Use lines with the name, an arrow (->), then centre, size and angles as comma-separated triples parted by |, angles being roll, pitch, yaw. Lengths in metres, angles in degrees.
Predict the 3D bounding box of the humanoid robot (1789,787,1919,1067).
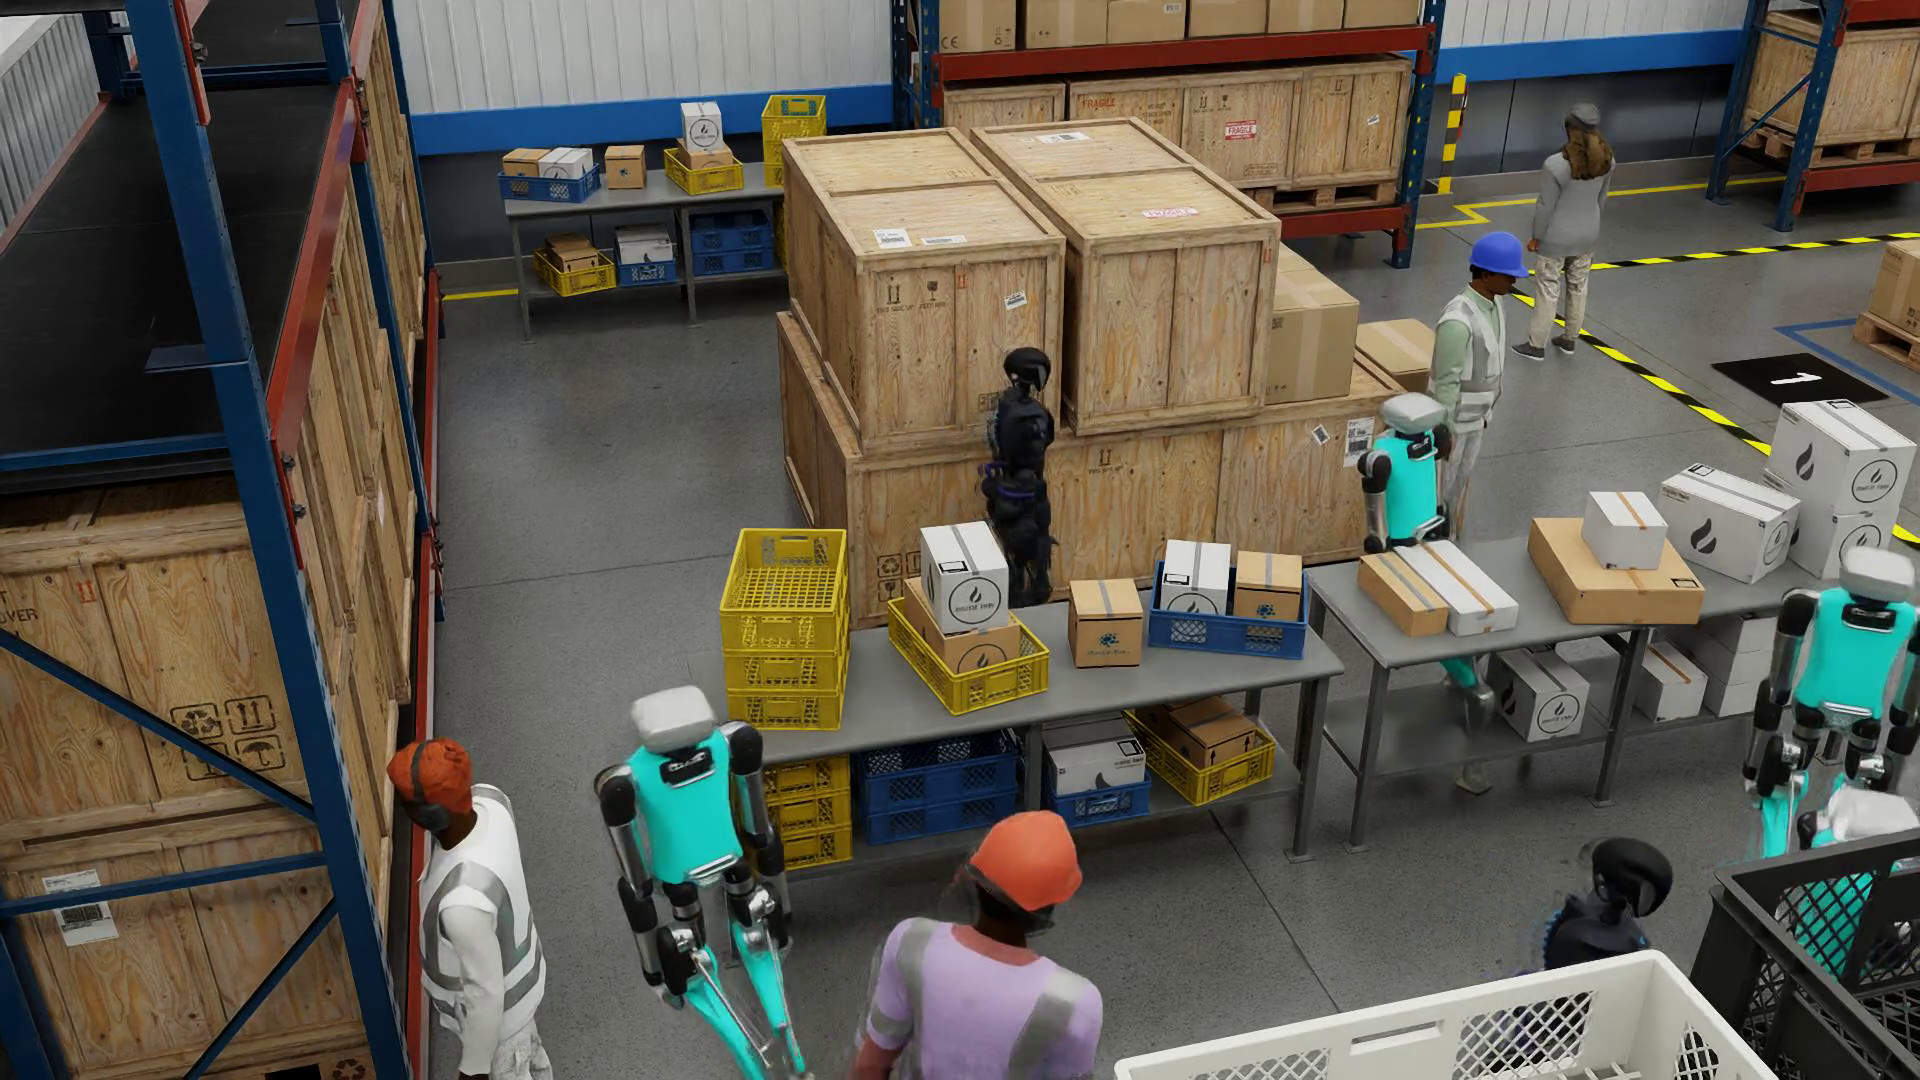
humanoid robot -> 2.855, 1.500, 4.915 | 0.992, 1.767, 0.530 | 1, 29, 1

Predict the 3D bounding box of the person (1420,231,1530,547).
person -> 2.594, -0.655, 8.580 | 0.411, 1.939, 0.602 | 20, 34, 31

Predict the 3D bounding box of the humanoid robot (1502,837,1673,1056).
humanoid robot -> 1.736, 1.532, 4.930 | 0.755, 1.630, 0.599 | 12, 31, 21

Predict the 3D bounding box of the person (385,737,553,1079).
person -> -1.414, 1.366, 4.961 | 0.354, 1.886, 0.572 | -4, 29, -8

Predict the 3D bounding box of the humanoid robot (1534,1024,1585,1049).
humanoid robot -> 1.542, 1.843, 4.299 | 0.359, 1.650, 0.589 | -12, 31, -21

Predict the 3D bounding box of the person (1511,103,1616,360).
person -> 4.136, -2.088, 11.350 | 0.565, 1.769, 0.394 | -10, 30, -18

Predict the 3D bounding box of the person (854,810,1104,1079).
person -> 0.007, 1.616, 4.420 | 0.616, 1.986, 0.867 | 19, 34, 31

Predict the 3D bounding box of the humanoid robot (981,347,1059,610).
humanoid robot -> 0.255, -0.160, 7.944 | 0.403, 1.650, 0.600 | -9, 30, -15

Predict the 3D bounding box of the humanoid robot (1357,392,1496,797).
humanoid robot -> 2.129, 0.308, 7.073 | 0.549, 1.757, 0.989 | -24, 37, -36

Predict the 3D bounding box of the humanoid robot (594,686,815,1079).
humanoid robot -> -0.650, 1.359, 5.127 | 0.592, 1.775, 0.869 | -17, 33, -27

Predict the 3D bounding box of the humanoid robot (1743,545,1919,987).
humanoid robot -> 3.052, 0.956, 5.868 | 0.530, 1.793, 0.787 | 9, 30, 16
